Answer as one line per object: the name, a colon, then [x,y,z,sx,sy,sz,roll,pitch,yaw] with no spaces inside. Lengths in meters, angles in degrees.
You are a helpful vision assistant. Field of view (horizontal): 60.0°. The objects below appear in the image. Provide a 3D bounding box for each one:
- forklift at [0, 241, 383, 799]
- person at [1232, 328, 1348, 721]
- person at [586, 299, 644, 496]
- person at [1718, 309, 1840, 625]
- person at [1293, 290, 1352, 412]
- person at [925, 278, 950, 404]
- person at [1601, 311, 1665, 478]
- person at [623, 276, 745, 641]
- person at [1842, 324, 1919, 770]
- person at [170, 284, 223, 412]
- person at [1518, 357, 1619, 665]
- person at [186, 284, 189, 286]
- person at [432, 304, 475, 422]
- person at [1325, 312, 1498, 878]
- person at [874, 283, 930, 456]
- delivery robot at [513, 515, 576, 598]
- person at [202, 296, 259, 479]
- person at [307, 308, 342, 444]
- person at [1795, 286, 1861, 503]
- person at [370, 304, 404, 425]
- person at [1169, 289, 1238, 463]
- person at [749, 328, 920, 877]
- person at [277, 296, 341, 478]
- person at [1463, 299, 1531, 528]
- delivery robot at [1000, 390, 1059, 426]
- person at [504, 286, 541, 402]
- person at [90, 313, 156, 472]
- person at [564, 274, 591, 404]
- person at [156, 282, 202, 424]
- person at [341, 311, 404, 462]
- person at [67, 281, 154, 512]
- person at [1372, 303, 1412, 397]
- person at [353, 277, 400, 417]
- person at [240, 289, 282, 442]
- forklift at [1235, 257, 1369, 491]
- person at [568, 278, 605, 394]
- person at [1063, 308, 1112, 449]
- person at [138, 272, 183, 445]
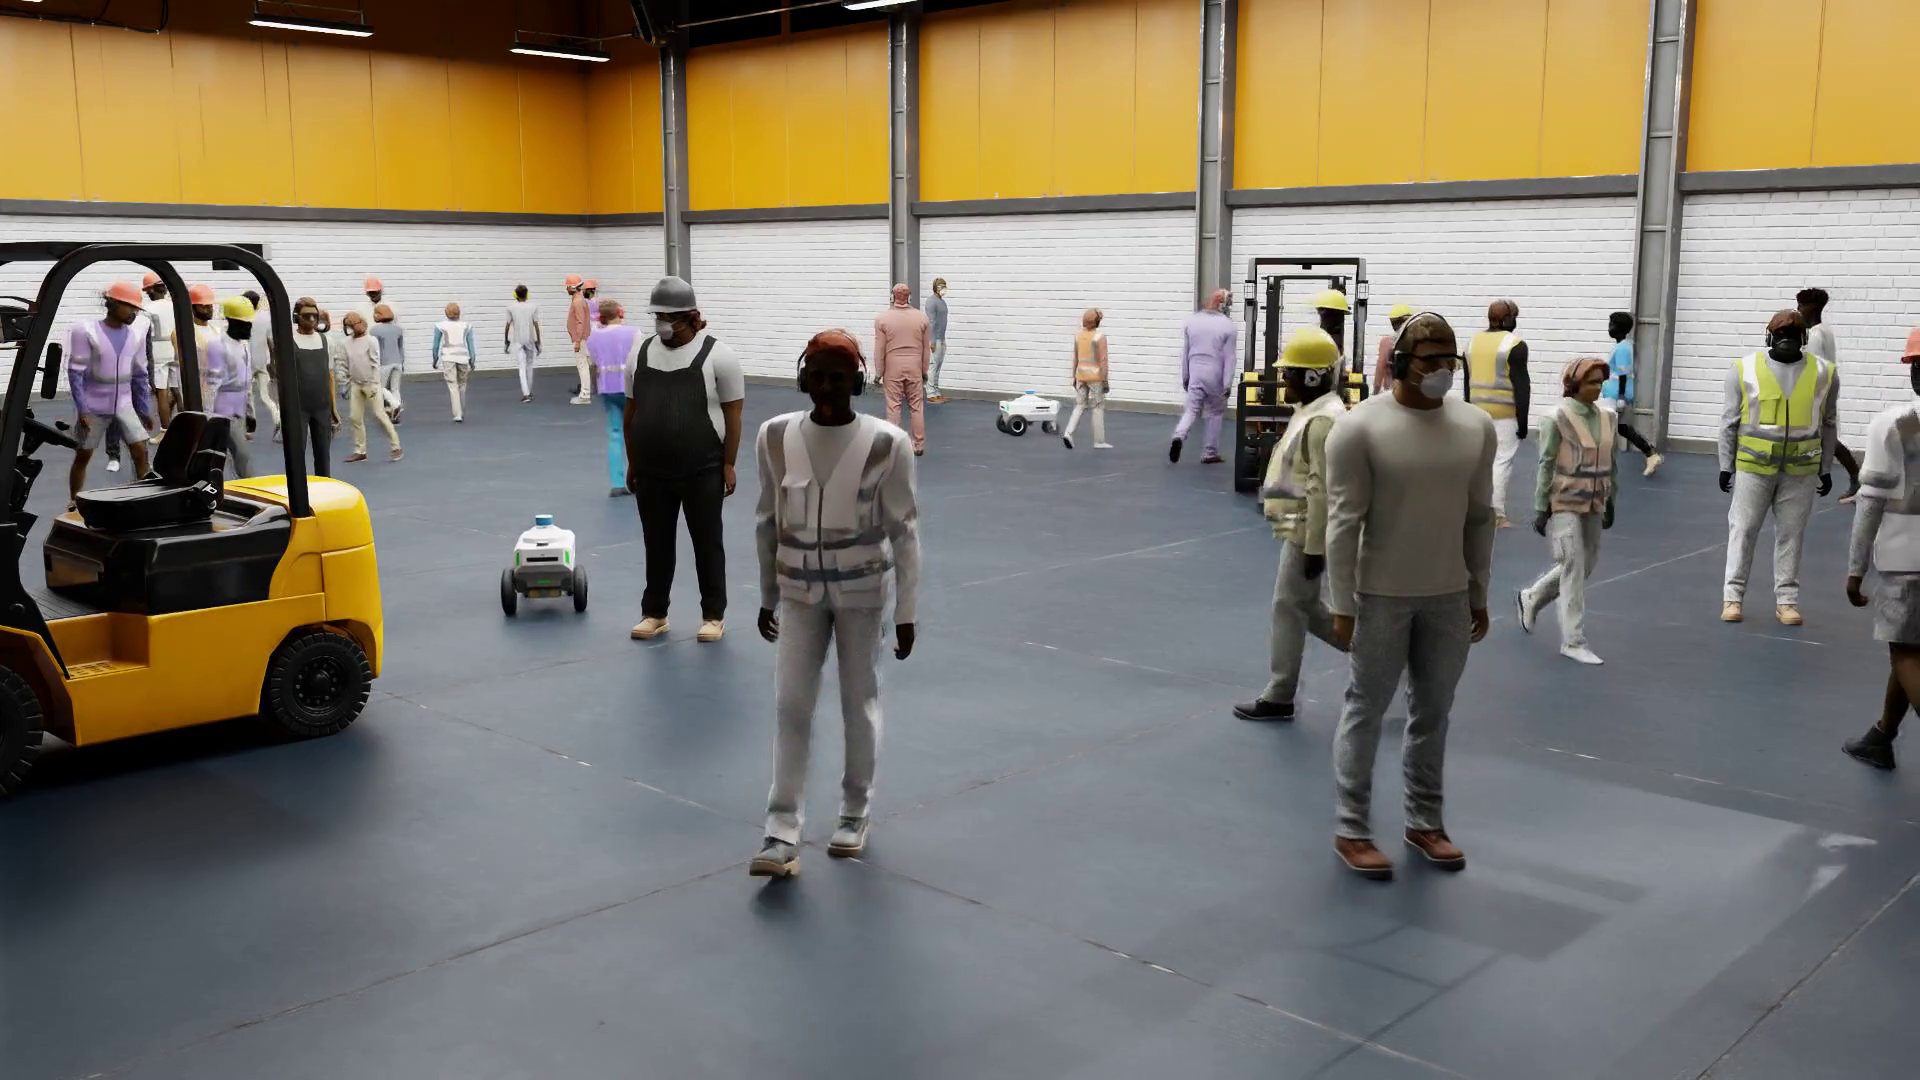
forklift: [-3.706,-0.171,7.093,1.214,2.155,2.313,9,13,43]
person: [1.636,-0.054,7.538,0.687,1.813,0.605,2,9,10]
person: [-3.108,-1.319,15.372,0.655,1.784,0.861,1,9,7]
person: [4.761,-0.421,9.702,0.633,1.841,0.429,3,10,16]
person: [2.880,-1.034,13.253,0.500,1.902,0.599,0,9,-3]
person: [-0.351,-3.072,25.671,0.379,1.937,0.629,3,10,17]
person: [6.539,-1.421,16.366,0.798,1.667,0.538,4,10,21]
person: [-1.566,-0.443,9.226,0.686,2.000,0.535,2,9,12]
person: [3.829,0.077,6.534,0.555,1.899,0.941,-1,9,-4]
person: [-6.665,-1.286,14.705,0.362,1.939,0.542,3,10,19]
person: [3.259,-0.184,8.943,0.532,1.616,0.706,-4,10,-25]
person: [-10.786,-2.675,23.476,0.585,1.859,0.355,5,11,29]
person: [-6.919,-2.421,22.719,0.523,1.591,0.848,-6,11,-32]
person: [1.534,0.193,5.693,0.625,1.931,0.369,-3,10,-15]
person: [-0.647,-1.870,18.389,0.641,1.910,0.401,-3,10,-15]
delivery robot: [-2.548,0.090,10.219,0.477,0.478,0.707,-2,9,-11]
person: [-5.936,-1.055,13.576,0.970,1.851,0.659,-1,9,-3]
person: [-7.672,-1.980,19.974,0.497,1.610,0.721,-4,10,-23]
person: [7.602,-1.278,14.728,1.012,1.928,0.598,8,12,40]
person: [-7.502,-2.302,21.930,0.439,1.618,0.513,7,12,38]
person: [2.593,-1.702,17.466,0.672,1.870,0.774,7,12,36]
person: [-0.449,0.229,5.639,0.609,1.861,0.777,2,9,10]
person: [-5.396,-1.091,13.803,0.345,1.846,0.508,9,13,42]
person: [4.338,-1.016,13.400,0.429,1.851,0.629,-5,11,-28]
delivery robot: [0.872,-1.638,20.810,0.707,0.478,0.477,-3,10,-15]
person: [-6.886,-3.084,26.155,0.548,1.803,0.987,-4,10,-22]
person: [-8.613,-1.668,17.132,0.587,1.914,0.392,-5,11,-30]
person: [-5.874,-3.085,25.576,0.394,1.990,0.618,-1,9,-9]
person: [-10.114,-2.424,21.827,0.893,1.907,0.539,-3,10,-15]
person: [-6.332,-1.636,17.834,0.663,1.619,0.455,4,10,23]
person: [-6.753,-1.056,13.231,0.902,1.964,0.674,6,11,32]
person: [4.526,-1.564,17.063,0.532,1.728,0.883,-4,10,-24]
person: [-8.153,-2.686,23.263,0.628,1.942,0.995,-2,10,-13]
person: [-8.418,-2.073,19.884,0.844,1.836,0.535,7,12,38]
forklift: [3.309,-1.629,16.029,1.214,2.155,2.313,2,9,11]
person: [-6.114,-3.336,27.360,0.836,1.899,0.553,0,9,2]
person: [1.483,-1.840,19.097,0.484,1.646,0.531,-8,12,-41]
person: [-9.408,-2.133,19.612,0.387,2.034,0.605,4,10,25]
